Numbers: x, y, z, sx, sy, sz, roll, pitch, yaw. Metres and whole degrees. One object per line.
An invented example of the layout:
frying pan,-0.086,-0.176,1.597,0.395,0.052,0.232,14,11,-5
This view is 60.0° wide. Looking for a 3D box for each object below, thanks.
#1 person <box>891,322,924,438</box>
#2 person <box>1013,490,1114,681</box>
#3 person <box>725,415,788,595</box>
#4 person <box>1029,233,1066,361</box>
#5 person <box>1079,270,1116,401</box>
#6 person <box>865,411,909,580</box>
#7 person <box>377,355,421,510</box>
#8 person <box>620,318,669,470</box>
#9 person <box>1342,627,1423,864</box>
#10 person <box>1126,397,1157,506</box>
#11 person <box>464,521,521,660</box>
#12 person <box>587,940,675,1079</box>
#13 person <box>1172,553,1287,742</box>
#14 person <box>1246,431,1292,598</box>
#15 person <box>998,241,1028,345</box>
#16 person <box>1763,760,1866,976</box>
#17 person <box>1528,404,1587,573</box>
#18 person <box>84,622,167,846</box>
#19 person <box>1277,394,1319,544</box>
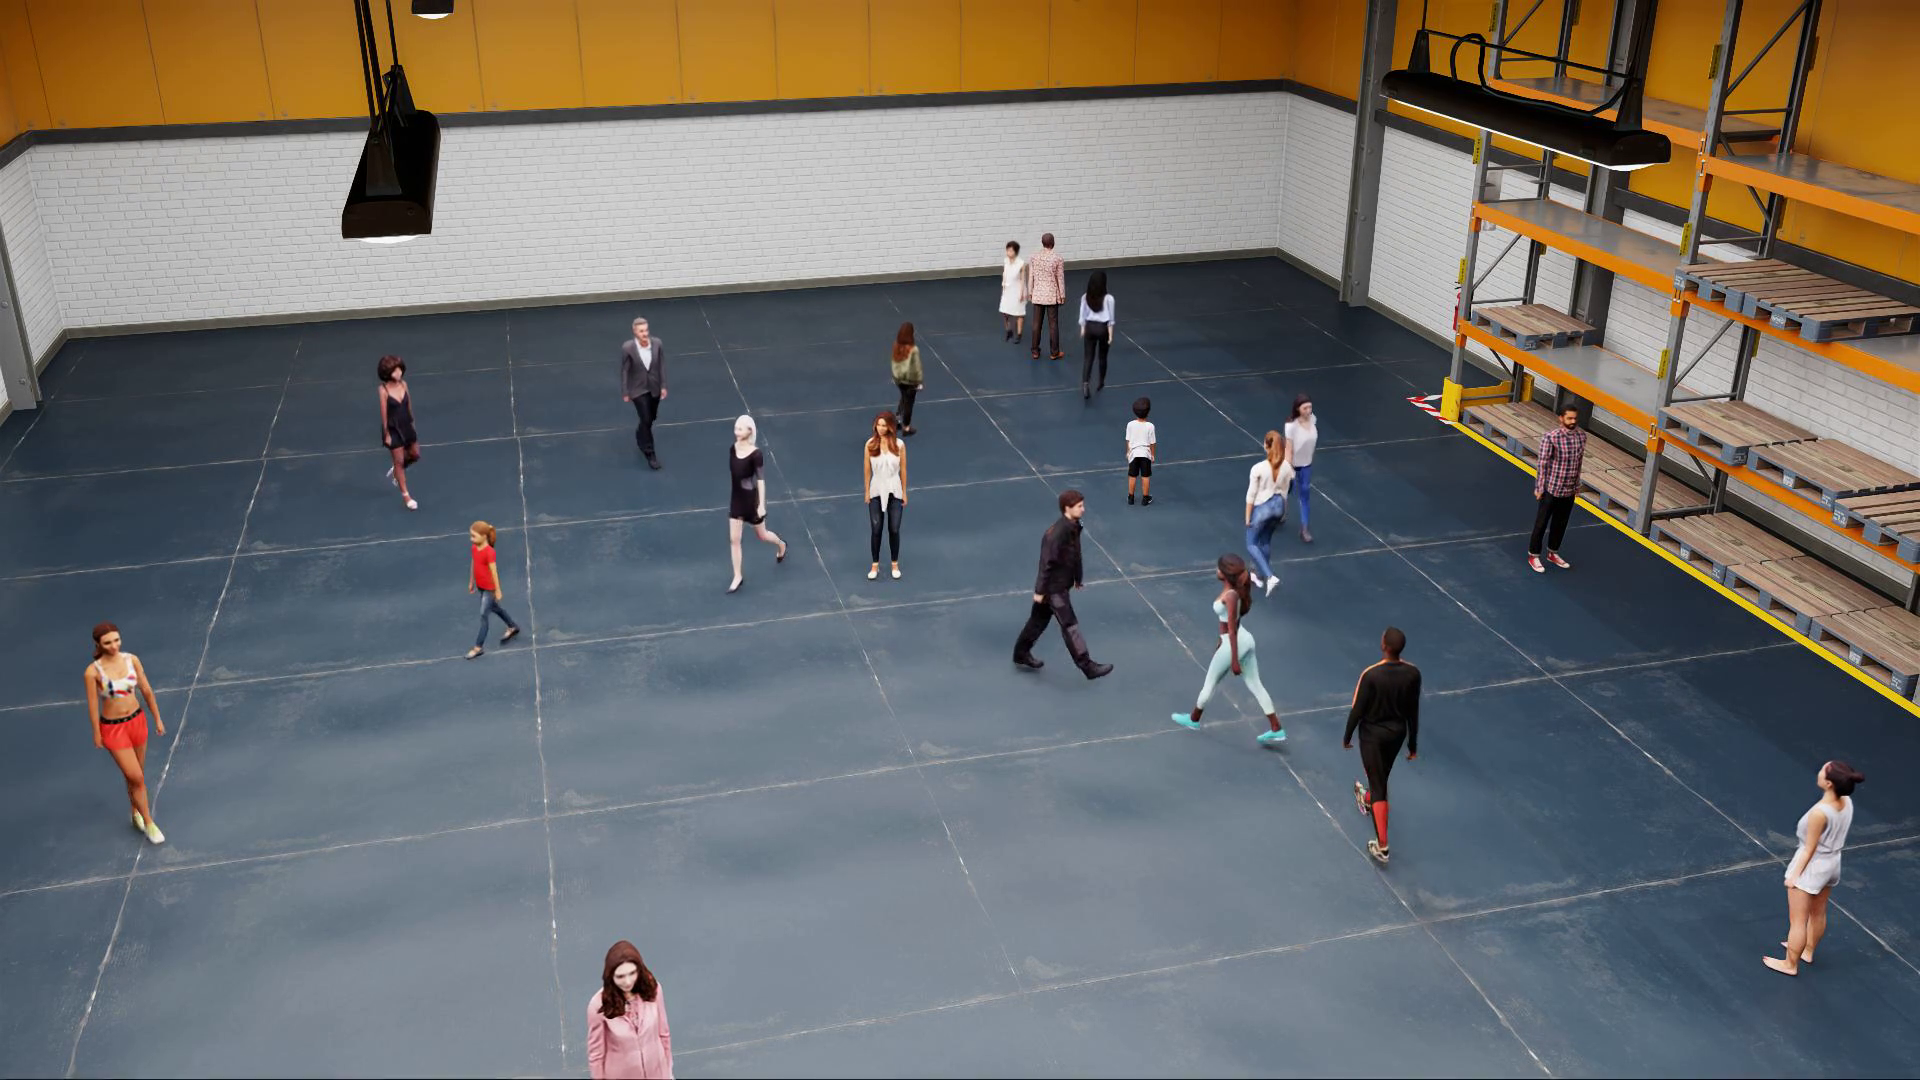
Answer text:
person,-0.712,-1.980,20.728,0.681,1.471,0.767,19,30,36
person,0.763,0.414,14.873,1.228,1.774,1.274,8,25,19
person,-2.064,-0.390,16.677,1.100,1.802,1.124,15,28,30
person,1.230,-3.485,23.751,0.785,1.807,0.798,8,25,18
person,1.780,-2.677,22.027,1.022,1.707,1.219,6,24,14
person,-0.752,-0.470,16.881,0.629,1.785,0.597,0,24,0
person,-6.338,-1.220,18.607,0.893,1.776,0.811,16,28,33
person,-3.796,-1.811,19.937,0.967,1.794,1.274,-15,28,-31
person,3.162,1.531,12.331,0.751,1.763,1.204,-3,24,-7
person,2.035,-1.002,18.752,0.573,1.262,0.613,6,24,13
person,-4.344,0.417,15.479,0.811,1.282,0.876,-21,31,-39
person,-1.776,2.929,9.089,0.660,1.799,0.618,-14,27,-29
person,2.352,0.954,13.773,1.166,1.666,1.167,11,26,24
person,3.061,-0.238,16.451,0.662,1.705,0.949,-8,25,-18
person,0.846,-3.650,24.463,0.703,1.539,0.765,13,27,28
person,5.700,2.170,11.067,0.639,1.604,0.658,-16,28,-33
person,6.152,-0.556,17.109,0.692,1.761,0.604,-8,25,-17
person,-6.365,1.407,12.600,0.923,1.776,0.839,18,29,35
person,3.550,-0.802,17.824,0.765,1.638,1.051,-16,28,-32
